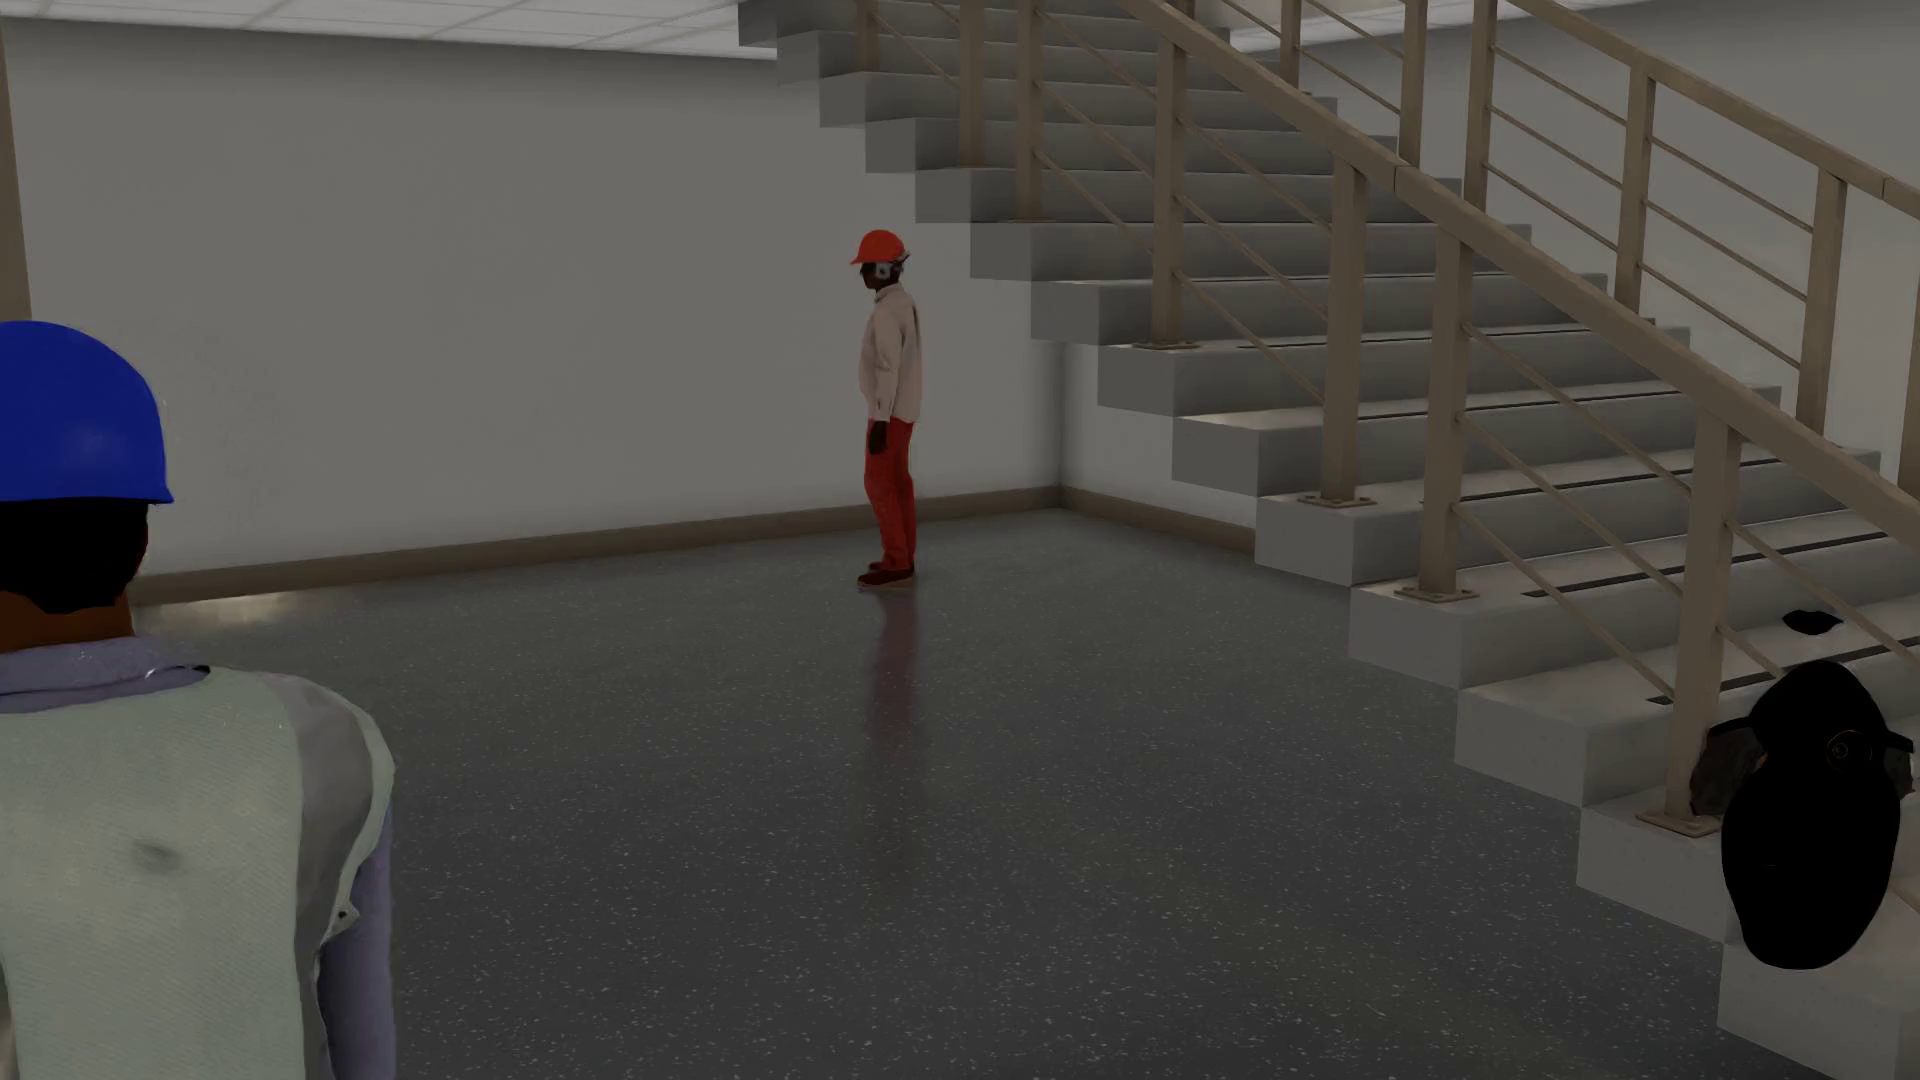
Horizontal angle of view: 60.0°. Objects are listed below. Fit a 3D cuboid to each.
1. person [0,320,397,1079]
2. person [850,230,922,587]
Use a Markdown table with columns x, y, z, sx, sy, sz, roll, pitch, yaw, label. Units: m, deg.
| x | y | z | sx | sy | sz | roll | pitch | yaw | label |
| --- | --- | --- | --- | --- | --- | --- | --- | --- | --- |
| -0.812 | 0.767 | 1.594 | 0.445 | 1.933 | 0.632 | 8 | 13 | 37 | person |
| -0.400 | -0.718 | 9.275 | 0.393 | 1.982 | 0.660 | 2 | 11 | 8 | person |
